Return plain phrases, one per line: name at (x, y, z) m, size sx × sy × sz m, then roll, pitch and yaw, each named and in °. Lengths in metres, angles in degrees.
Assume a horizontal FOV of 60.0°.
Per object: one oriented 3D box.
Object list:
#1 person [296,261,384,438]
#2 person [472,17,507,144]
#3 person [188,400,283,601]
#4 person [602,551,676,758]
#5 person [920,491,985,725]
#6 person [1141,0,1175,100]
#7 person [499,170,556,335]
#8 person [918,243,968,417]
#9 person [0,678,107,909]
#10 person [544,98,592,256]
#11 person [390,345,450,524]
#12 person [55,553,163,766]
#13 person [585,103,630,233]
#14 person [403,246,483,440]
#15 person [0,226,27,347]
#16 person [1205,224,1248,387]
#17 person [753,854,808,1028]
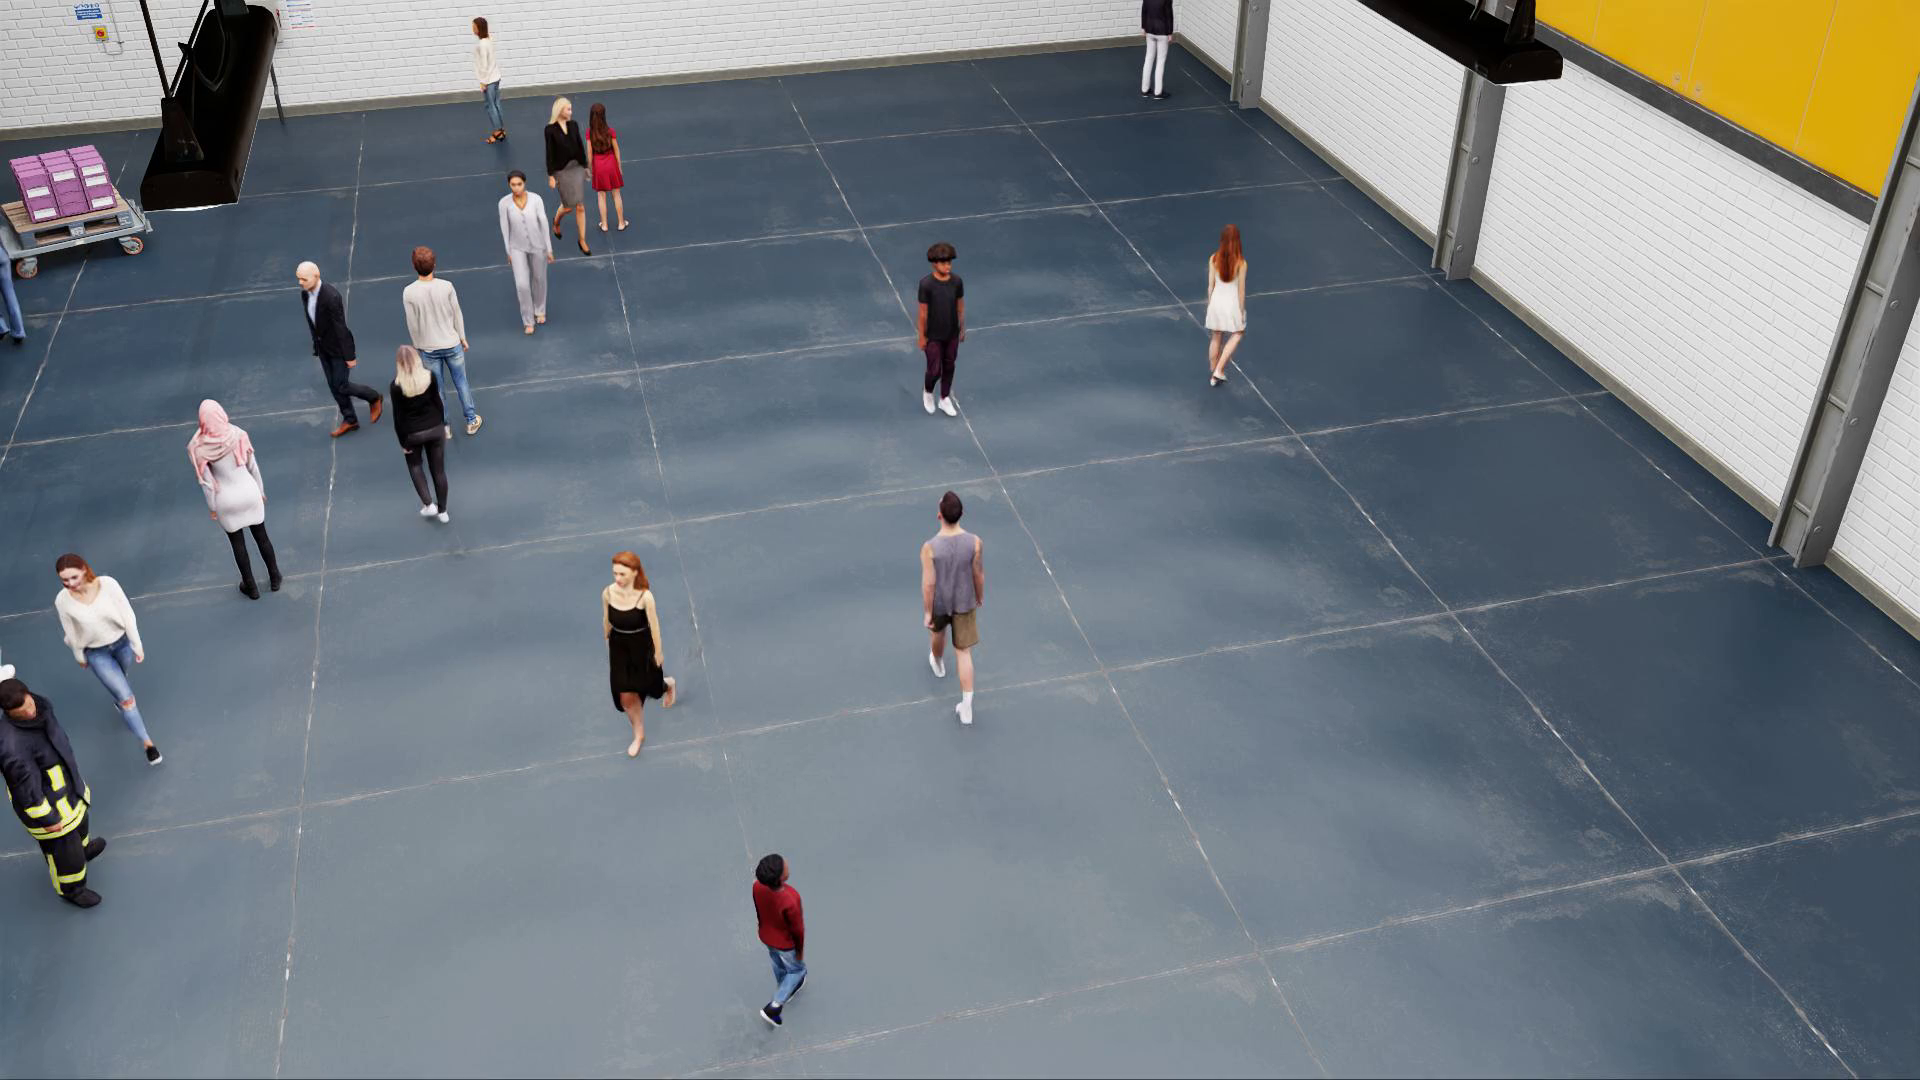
person at (-5.836, -1.839, 15.667) m, size 0.933 × 1.781 × 0.992 m, roll 20°, pitch 38°, yaw 27°
person at (-6.318, -6.189, 22.310) m, size 0.761 × 1.672 × 0.565 m, roll 4°, pitch 34°, yaw 6°
person at (-5.820, -0.333, 13.381) m, size 0.714 × 1.804 × 0.718 m, roll -22°, pitch 39°, yaw -29°
person at (-2.299, 0.752, 11.927) m, size 0.820 × 1.606 × 0.966 m, roll 9°, pitch 35°, yaw 13°
person at (-0.036, 0.511, 12.184) m, size 0.687 × 1.806 × 1.184 m, roll -7°, pitch 34°, yaw -10°
person at (2.812, -7.250, 23.752) m, size 0.680 × 1.842 × 0.796 m, roll 26°, pitch 41°, yaw 33°
person at (-4.591, -3.131, 17.667) m, size 0.666 × 1.719 × 0.836 m, roll -12°, pitch 35°, yaw -17°
person at (-0.216, -2.052, 15.994) m, size 0.702 × 1.775 × 0.704 m, roll -16°, pitch 37°, yaw -23°
person at (-5.793, 1.549, 10.479) m, size 1.000 × 1.882 × 0.682 m, roll -12°, pitch 35°, yaw -18°
person at (-4.552, -4.197, 19.183) m, size 0.869 × 1.817 × 0.986 m, roll -26°, pitch 41°, yaw -33°
person at (-4.584, -0.863, 14.295) m, size 0.676 × 1.675 × 0.670 m, roll -18°, pitch 38°, yaw -25°
person at (-6.101, 0.753, 11.894) m, size 0.939 × 1.641 × 1.210 m, roll -25°, pitch 41°, yaw -32°
person at (-4.222, -4.432, 19.786) m, size 0.564 × 1.540 × 0.624 m, roll -5°, pitch 34°, yaw -7°
person at (-4.859, -1.835, 15.549) m, size 0.654 × 1.905 × 0.569 m, roll -9°, pitch 35°, yaw -13°
person at (-9.938, -2.807, 17.126) m, size 0.806 × 1.777 × 0.763 m, roll 28°, pitch 42°, yaw 35°
person at (2.584, -2.257, 16.370) m, size 0.745 × 1.699 × 0.803 m, roll 19°, pitch 38°, yaw 26°
person at (-1.092, 2.363, 9.830) m, size 0.734 × 1.244 × 0.774 m, roll 22°, pitch 39°, yaw 29°
